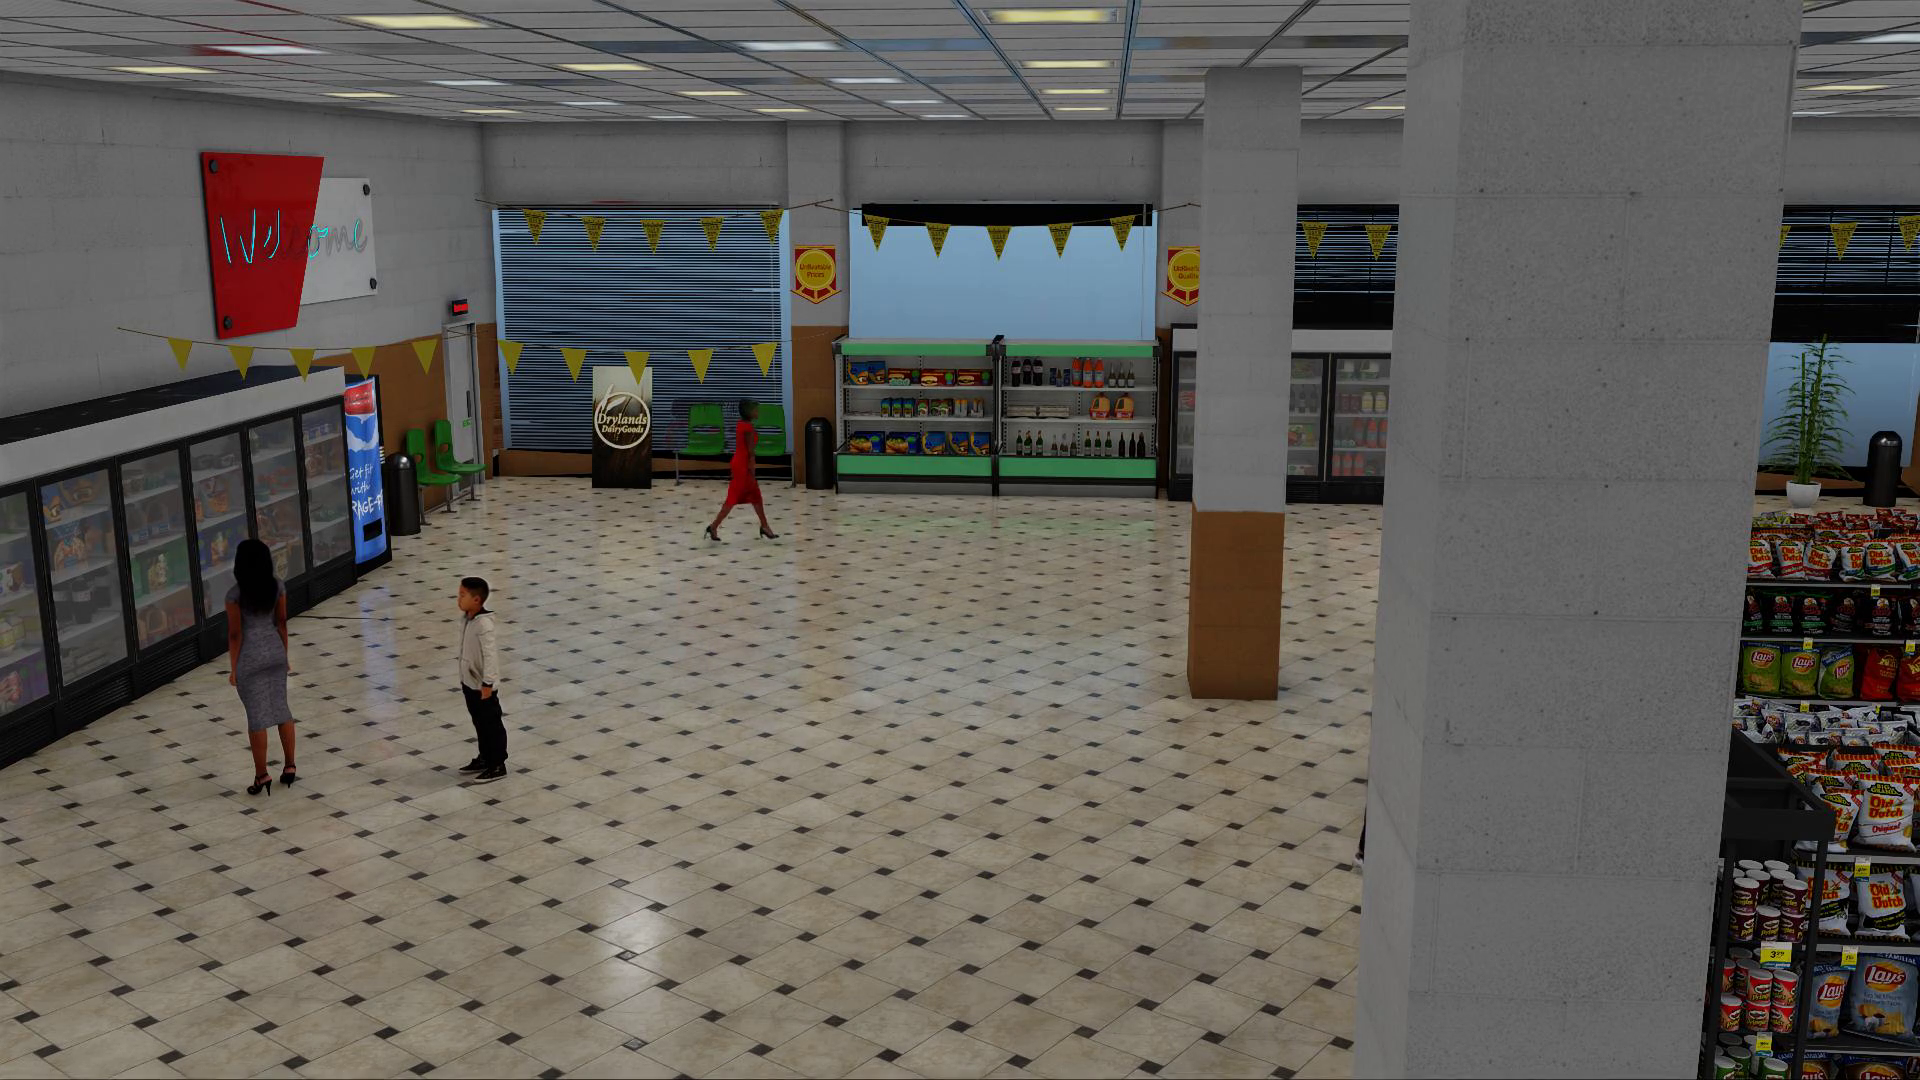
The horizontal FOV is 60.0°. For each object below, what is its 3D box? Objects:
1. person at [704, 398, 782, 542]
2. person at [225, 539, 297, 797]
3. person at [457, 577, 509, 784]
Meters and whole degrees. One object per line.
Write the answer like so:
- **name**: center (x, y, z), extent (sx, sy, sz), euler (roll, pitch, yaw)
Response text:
- **person**: center (-2.612, -0.766, 19.317), extent (1.207, 1.692, 0.900), euler (-5, 13, -21)
- **person**: center (-4.771, 0.861, 11.371), extent (0.685, 1.781, 0.664), euler (9, 15, 37)
- **person**: center (-3.355, 0.967, 11.665), extent (0.701, 1.453, 0.641), euler (-10, 15, -39)
